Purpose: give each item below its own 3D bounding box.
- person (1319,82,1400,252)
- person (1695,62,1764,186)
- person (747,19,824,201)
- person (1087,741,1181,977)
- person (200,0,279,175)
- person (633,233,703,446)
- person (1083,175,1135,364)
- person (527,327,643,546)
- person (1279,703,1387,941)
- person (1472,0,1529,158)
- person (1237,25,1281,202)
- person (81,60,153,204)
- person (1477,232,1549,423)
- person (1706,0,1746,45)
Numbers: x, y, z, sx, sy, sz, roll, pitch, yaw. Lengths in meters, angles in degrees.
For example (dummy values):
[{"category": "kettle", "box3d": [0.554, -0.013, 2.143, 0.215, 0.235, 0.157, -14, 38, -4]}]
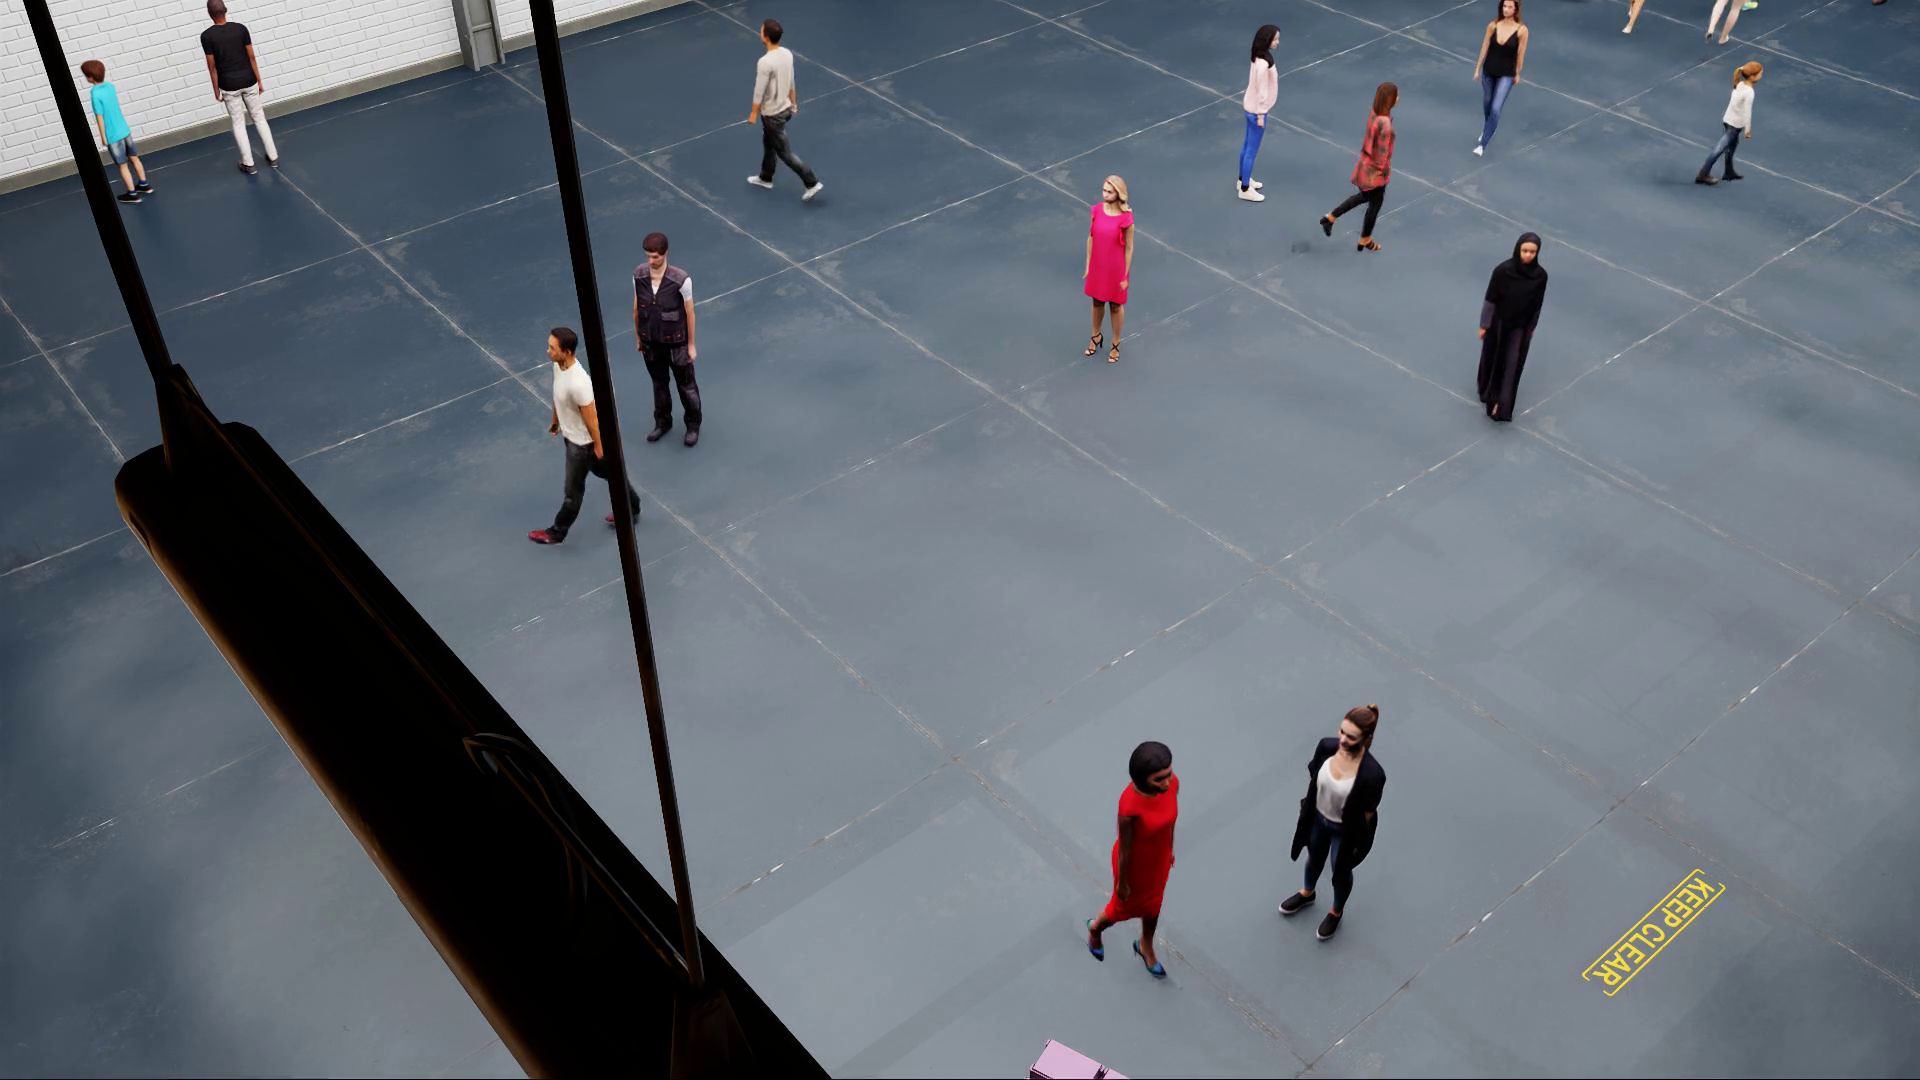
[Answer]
[{"category": "person", "box3d": [3.790, -3.464, 15.583, 0.975, 1.687, 0.876, -3, 39, -3]}, {"category": "person", "box3d": [7.741, -4.197, 16.810, 0.812, 1.300, 0.734, 1, 39, 1]}, {"category": "person", "box3d": [-1.735, -4.210, 16.442, 1.042, 1.780, 1.185, 16, 41, 19]}, {"category": "person", "box3d": [0.958, 1.719, 9.044, 0.641, 1.748, 0.632, -27, 46, -30]}, {"category": "person", "box3d": [-7.359, -4.634, 16.954, 0.514, 1.804, 0.695, -29, 47, -31]}, {"category": "person", "box3d": [-2.312, -1.595, 13.113, 0.740, 1.849, 0.769, 8, 39, 10]}, {"category": "person", "box3d": [1.269, -2.308, 14.103, 0.633, 1.728, 0.629, 22, 44, 25]}, {"category": "person", "box3d": [-2.673, -0.786, 12.169, 1.198, 1.762, 0.856, -18, 42, -21]}, {"category": "person", "box3d": [2.116, 1.560, 9.295, 0.551, 1.684, 0.625, -29, 47, -32]}, {"category": "person", "box3d": [5.662, -4.890, 17.378, 0.716, 1.675, 1.082, 26, 45, 29]}, {"category": "person", "box3d": [2.940, -4.259, 16.513, 0.774, 1.769, 0.708, 4, 39, 5]}, {"category": "person", "box3d": [-8.400, -4.079, 16.544, 0.656, 1.449, 0.588, 5, 39, 6]}, {"category": "person", "box3d": [4.487, -1.812, 13.580, 0.964, 1.605, 1.133, 11, 40, 14]}, {"category": "person", "box3d": [9.144, -6.597, 19.549, 0.636, 1.633, 0.724, 24, 45, 27]}]
